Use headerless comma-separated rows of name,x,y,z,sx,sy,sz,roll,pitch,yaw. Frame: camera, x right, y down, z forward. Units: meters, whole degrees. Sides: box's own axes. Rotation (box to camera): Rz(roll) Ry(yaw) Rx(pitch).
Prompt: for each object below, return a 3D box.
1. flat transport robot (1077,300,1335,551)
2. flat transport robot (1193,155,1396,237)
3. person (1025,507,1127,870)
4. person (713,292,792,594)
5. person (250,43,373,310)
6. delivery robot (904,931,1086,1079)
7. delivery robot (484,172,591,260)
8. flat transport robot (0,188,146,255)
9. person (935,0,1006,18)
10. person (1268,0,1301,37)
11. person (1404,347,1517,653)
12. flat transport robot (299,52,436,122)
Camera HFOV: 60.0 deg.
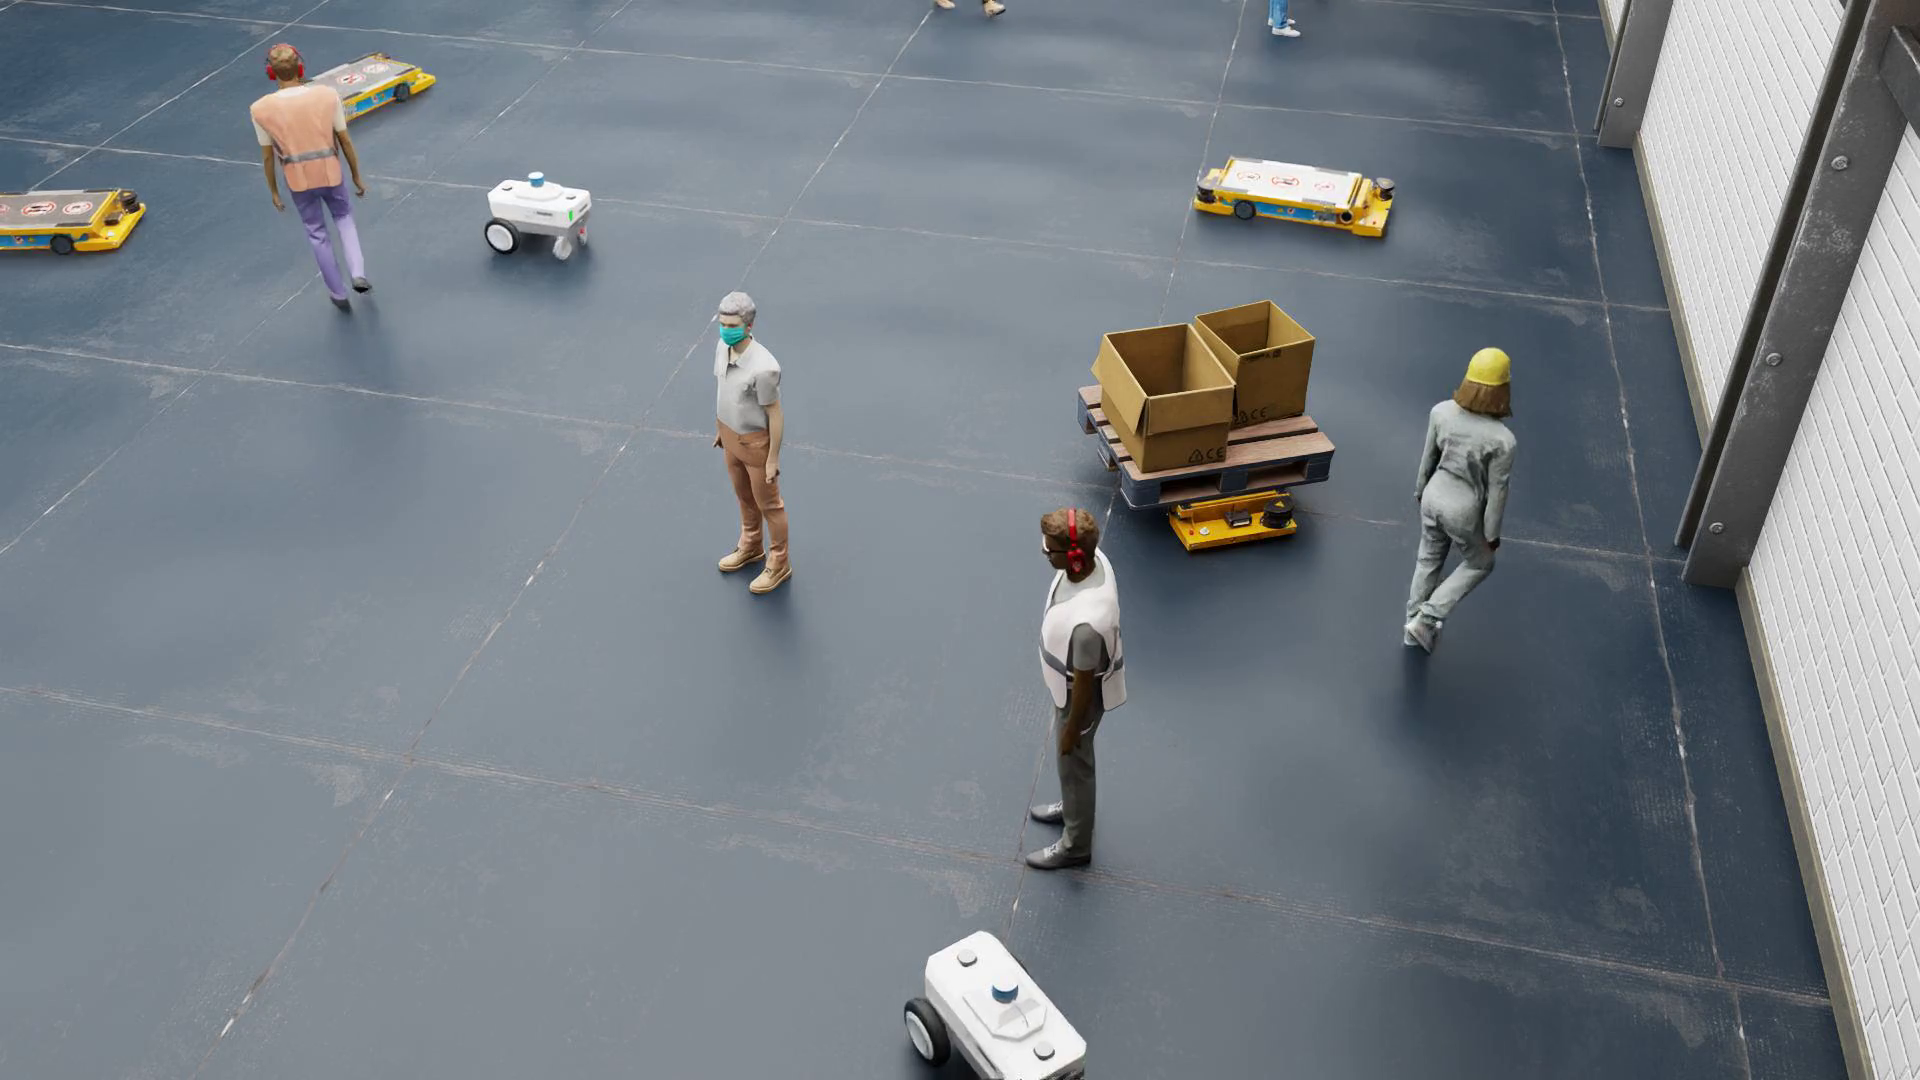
flat transport robot,1.396,-0.455,9.828,0.659,0.231,1.431,-9,38,-12
flat transport robot,2.568,-2.640,12.751,1.431,0.231,0.659,12,38,16
person,0.498,0.631,7.072,0.411,1.832,0.564,0,37,0
person,-1.106,-0.511,8.665,0.309,1.747,0.491,-29,46,-33
person,-4.320,-2.402,11.126,0.591,1.823,0.462,-19,41,-23
delivery robot,0.156,1.882,6.458,0.499,0.590,0.761,-22,42,-26
delivery robot,-3.083,-2.405,12.185,0.749,0.578,0.505,10,38,13
flat transport robot,-6.910,-2.360,12.376,1.431,0.231,0.659,-3,37,-3
person,0.052,-5.817,15.836,0.548,1.645,0.881,-29,45,-33
person,3.085,-5.605,15.499,0.366,1.729,0.488,3,37,4
person,2.452,-0.150,8.200,0.419,1.711,0.526,-23,43,-28
flat transport robot,-5.290,-3.853,14.375,0.659,0.231,1.431,19,41,23
